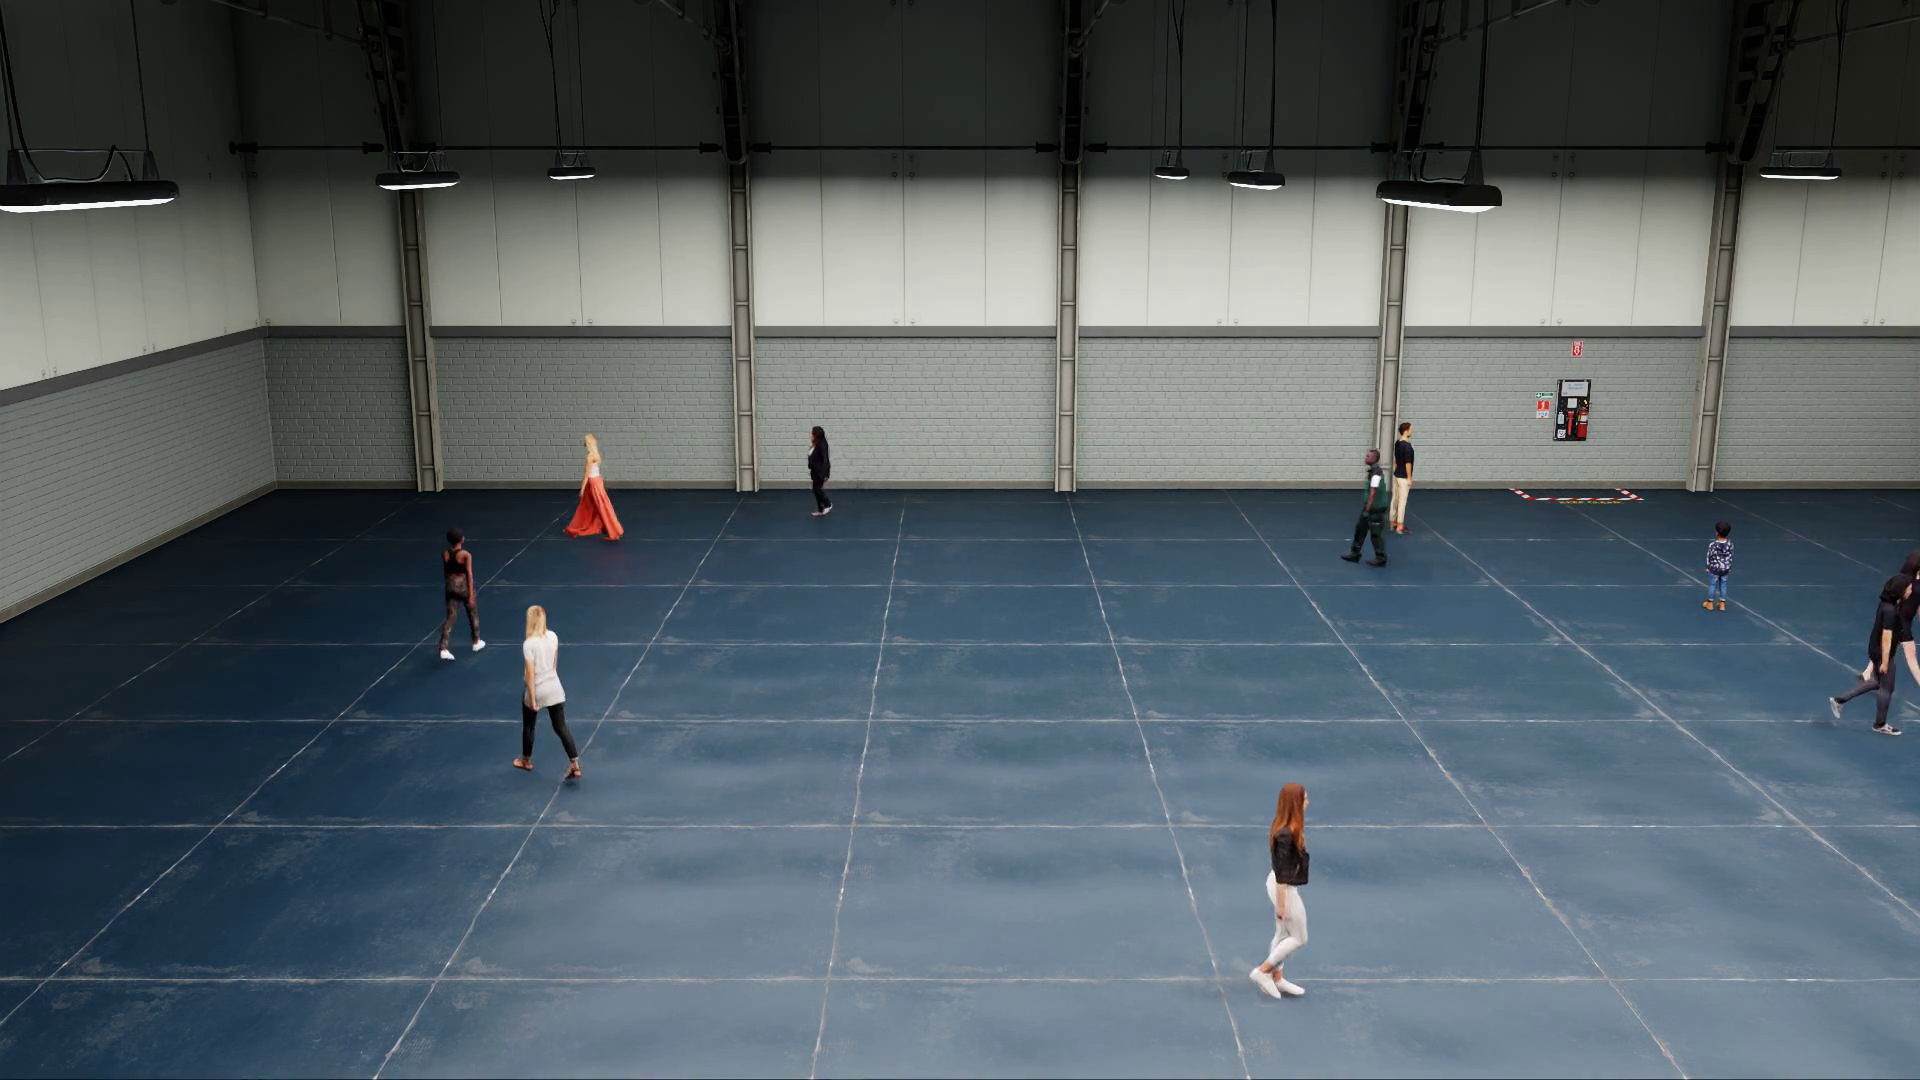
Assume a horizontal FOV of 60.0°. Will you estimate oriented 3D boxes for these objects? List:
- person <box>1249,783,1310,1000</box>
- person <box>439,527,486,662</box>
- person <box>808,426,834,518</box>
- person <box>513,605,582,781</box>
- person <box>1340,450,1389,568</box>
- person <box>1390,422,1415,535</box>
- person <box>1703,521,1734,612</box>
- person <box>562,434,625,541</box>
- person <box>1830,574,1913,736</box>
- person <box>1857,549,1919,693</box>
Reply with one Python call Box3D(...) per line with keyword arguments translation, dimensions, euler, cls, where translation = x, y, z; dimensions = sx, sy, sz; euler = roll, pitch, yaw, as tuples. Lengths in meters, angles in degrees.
Box3D(translation=(2.338, 2.603, 12.366), dimensions=(0.673, 1.690, 0.626), euler=(2, 13, 9), cls="person")
Box3D(translation=(-6.270, 0.705, 20.631), dimensions=(1.150, 1.659, 0.828), euler=(3, 13, 13), cls="person")
Box3D(translation=(-2.362, -1.181, 28.894), dimensions=(0.816, 1.606, 0.787), euler=(-7, 15, -28), cls="person")
Box3D(translation=(-4.086, 1.567, 16.638), dimensions=(1.213, 1.782, 1.110), euler=(11, 17, 40), cls="person")
Box3D(translation=(6.397, -0.467, 25.350), dimensions=(0.990, 1.814, 0.821), euler=(2, 13, 10), cls="person")
Box3D(translation=(7.378, -1.051, 27.773), dimensions=(0.585, 1.859, 0.674), euler=(-2, 13, -9), cls="person")
Box3D(translation=(10.533, 0.351, 23.061), dimensions=(0.455, 1.252, 0.571), euler=(2, 13, 7), cls="person")
Box3D(translation=(-5.818, -0.803, 26.949), dimensions=(1.229, 1.748, 0.634), euler=(0, 13, 0), cls="person")
Box3D(translation=(9.947, 1.217, 18.087), dimensions=(1.063, 1.810, 0.890), euler=(4, 14, 17), cls="person")
Box3D(translation=(10.802, 0.981, 19.247), dimensions=(1.137, 1.745, 1.162), euler=(-11, 17, -39), cls="person")
